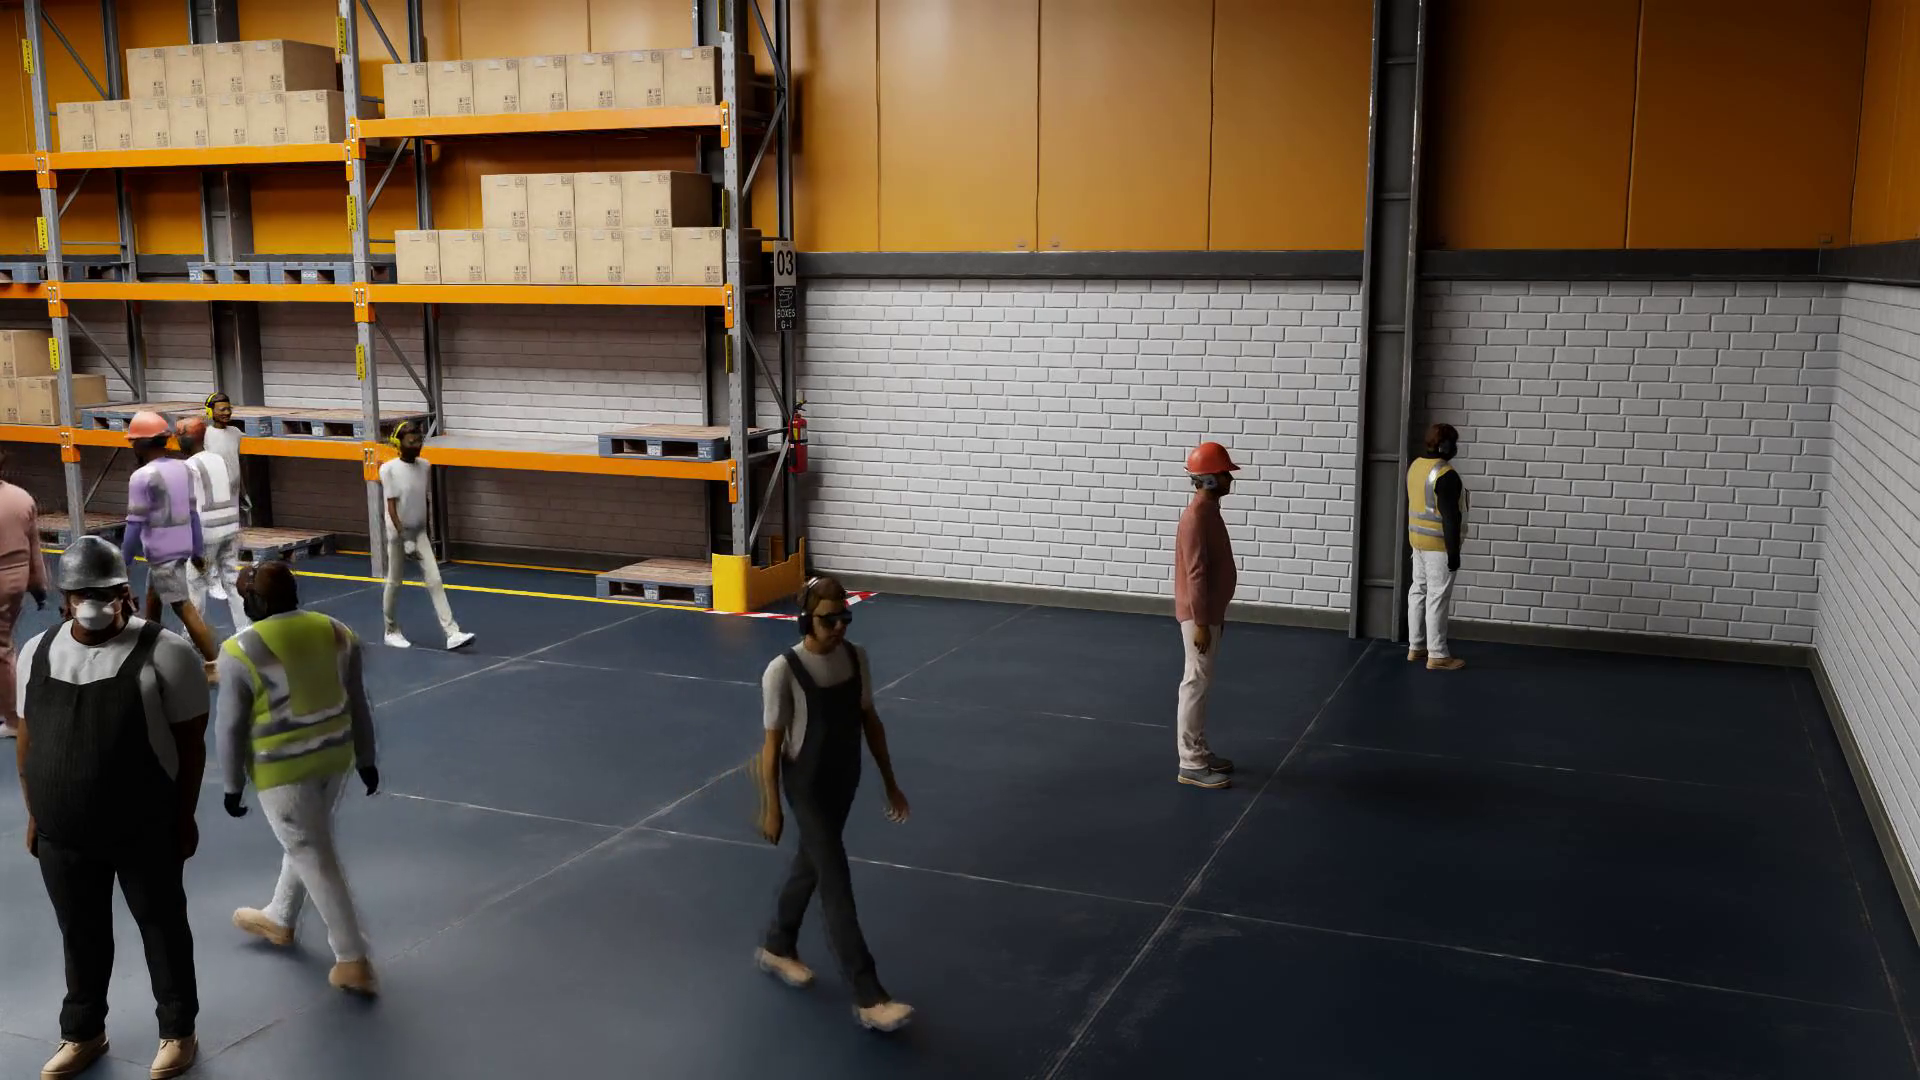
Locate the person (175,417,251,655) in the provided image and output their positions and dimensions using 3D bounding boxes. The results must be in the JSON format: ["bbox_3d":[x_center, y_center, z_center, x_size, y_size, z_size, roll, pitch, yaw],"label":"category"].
[{"bbox_3d":[-5.872,-0.014,12.854,0.775,1.847,0.605,1,9,7],"label":"person"}]

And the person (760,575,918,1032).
[{"bbox_3d":[-0.526,1.021,6.703,0.965,1.796,0.536,8,12,39],"label":"person"}]

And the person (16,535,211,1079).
[{"bbox_3d":[-3.143,0.993,6.124,0.683,2.000,0.537,0,9,-2],"label":"person"}]

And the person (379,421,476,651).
[{"bbox_3d":[-4.215,-0.012,12.905,0.997,1.811,0.506,7,12,36],"label":"person"}]

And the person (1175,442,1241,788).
[{"bbox_3d":[1.432,0.426,9.692,0.376,1.997,0.612,2,10,14],"label":"person"}]

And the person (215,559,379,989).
[{"bbox_3d":[-2.802,0.971,7.064,0.996,1.783,0.637,5,11,30],"label":"person"}]

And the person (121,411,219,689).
[{"bbox_3d":[-5.714,0.082,11.823,1.080,1.981,0.629,1,9,4],"label":"person"}]

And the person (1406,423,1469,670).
[{"bbox_3d":[3.586,0.043,12.484,0.429,1.844,0.627,-2,10,-12],"label":"person"}]

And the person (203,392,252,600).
[{"bbox_3d":[-6.680,-0.407,15.120,0.329,1.873,0.515,4,10,24],"label":"person"}]

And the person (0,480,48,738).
[{"bbox_3d":[-6.250,0.330,10.592,0.700,1.883,0.684,2,10,13],"label":"person"}]
